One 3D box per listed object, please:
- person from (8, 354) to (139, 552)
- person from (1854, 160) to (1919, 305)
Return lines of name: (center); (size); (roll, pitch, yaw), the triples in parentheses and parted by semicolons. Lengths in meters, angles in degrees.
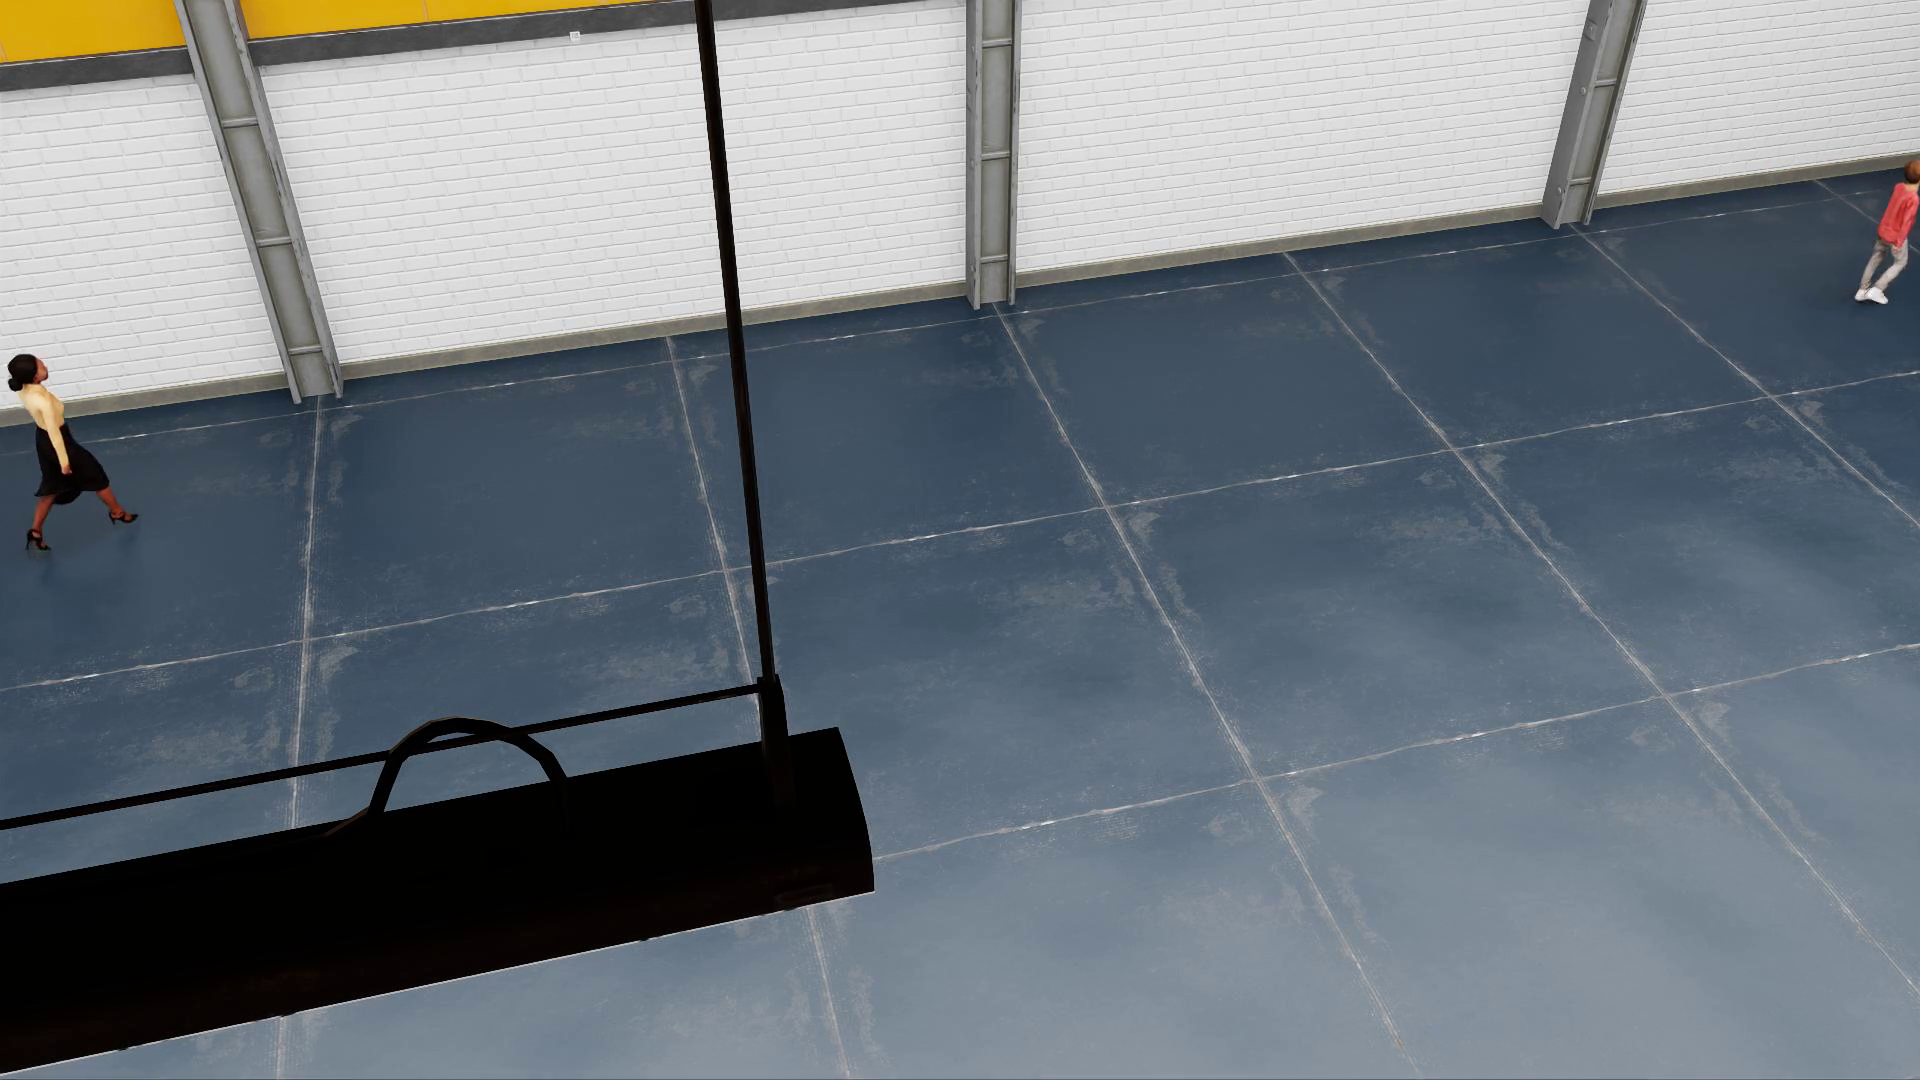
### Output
person: (-6.671, -0.608, 12.157); (0.962, 1.615, 1.096); (25, 45, 28)
person: (8.381, -2.775, 15.034); (0.524, 1.410, 0.527); (-6, 39, -8)
